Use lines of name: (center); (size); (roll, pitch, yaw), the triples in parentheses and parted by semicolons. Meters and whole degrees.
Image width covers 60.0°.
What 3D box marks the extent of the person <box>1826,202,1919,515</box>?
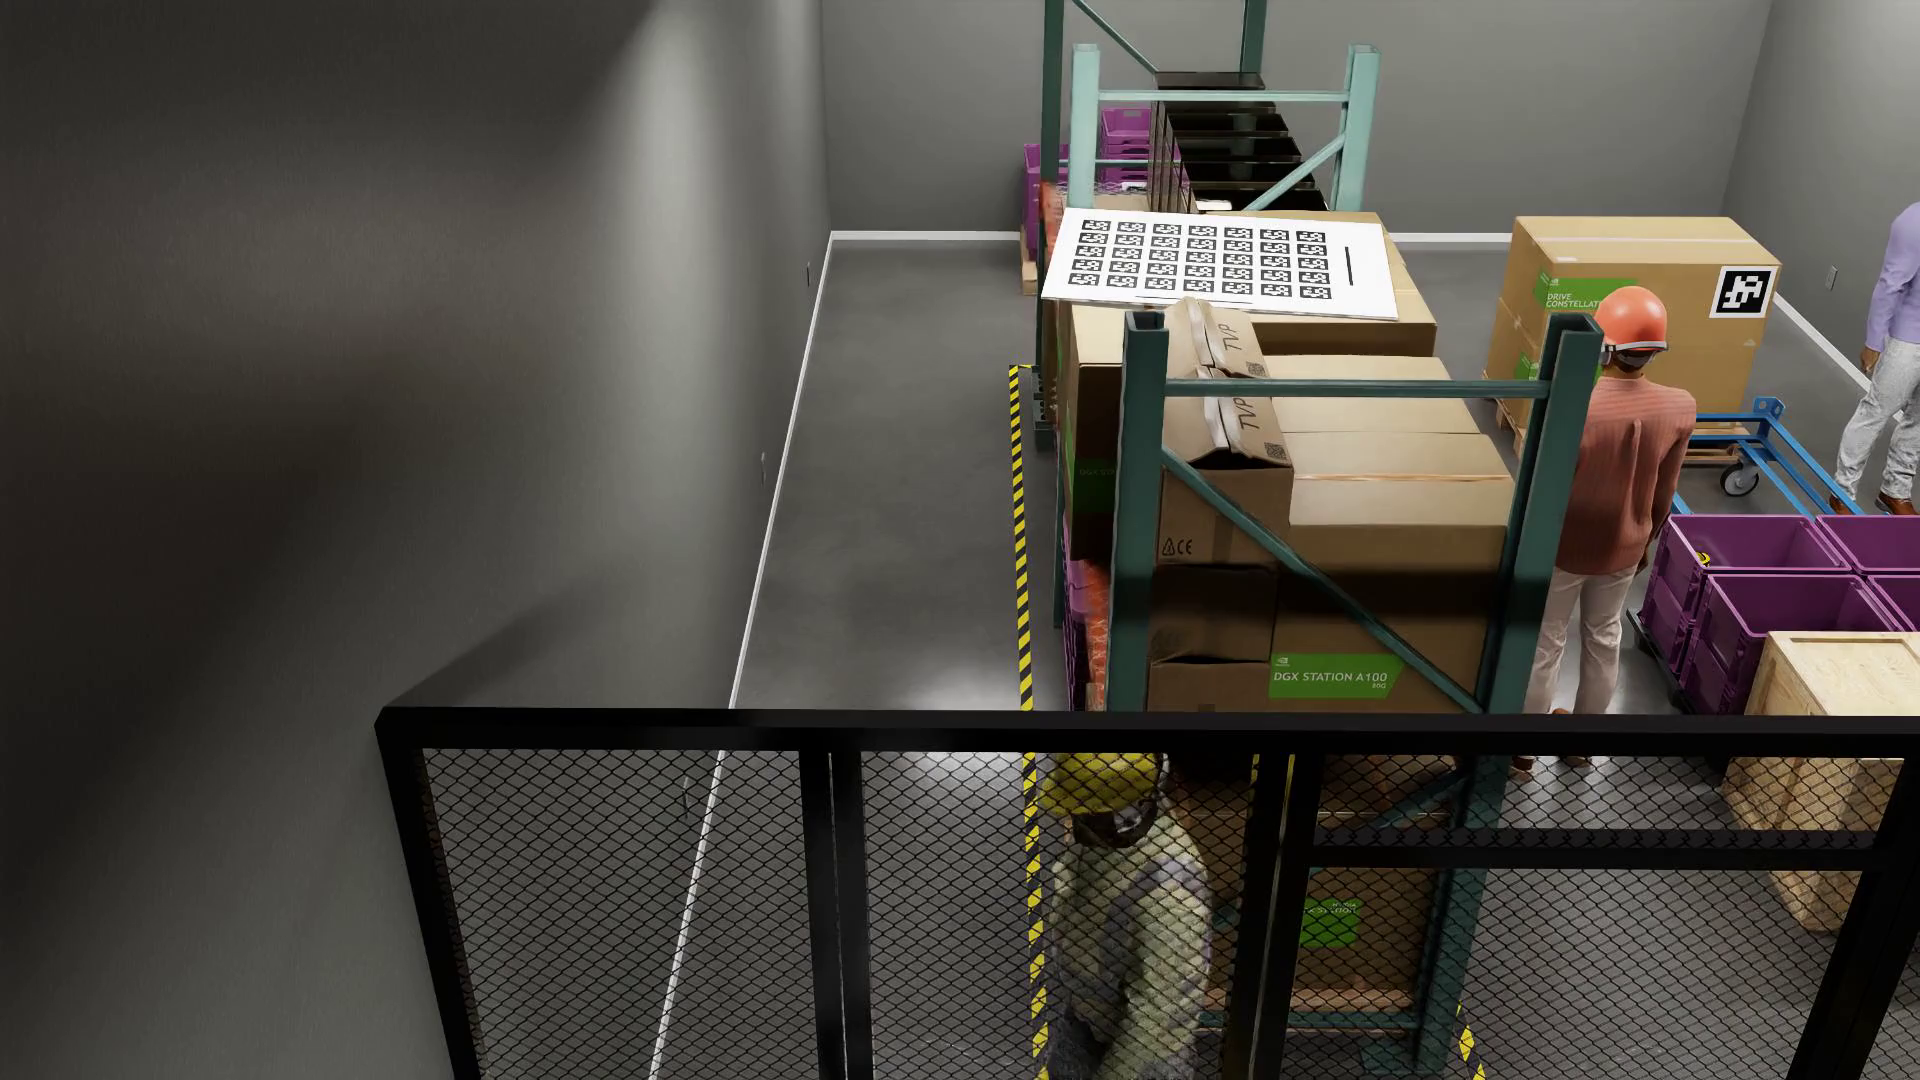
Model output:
person: (4.532, -0.938, 7.774); (0.635, 1.937, 0.353); (-1, 31, -2)

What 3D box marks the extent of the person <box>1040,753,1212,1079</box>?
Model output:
person: (0.433, 1.193, 4.373); (0.479, 1.804, 0.603); (-10, 32, -16)

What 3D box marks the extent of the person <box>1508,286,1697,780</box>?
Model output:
person: (2.307, 0.010, 6.144); (0.609, 1.995, 0.375); (-7, 32, -12)
